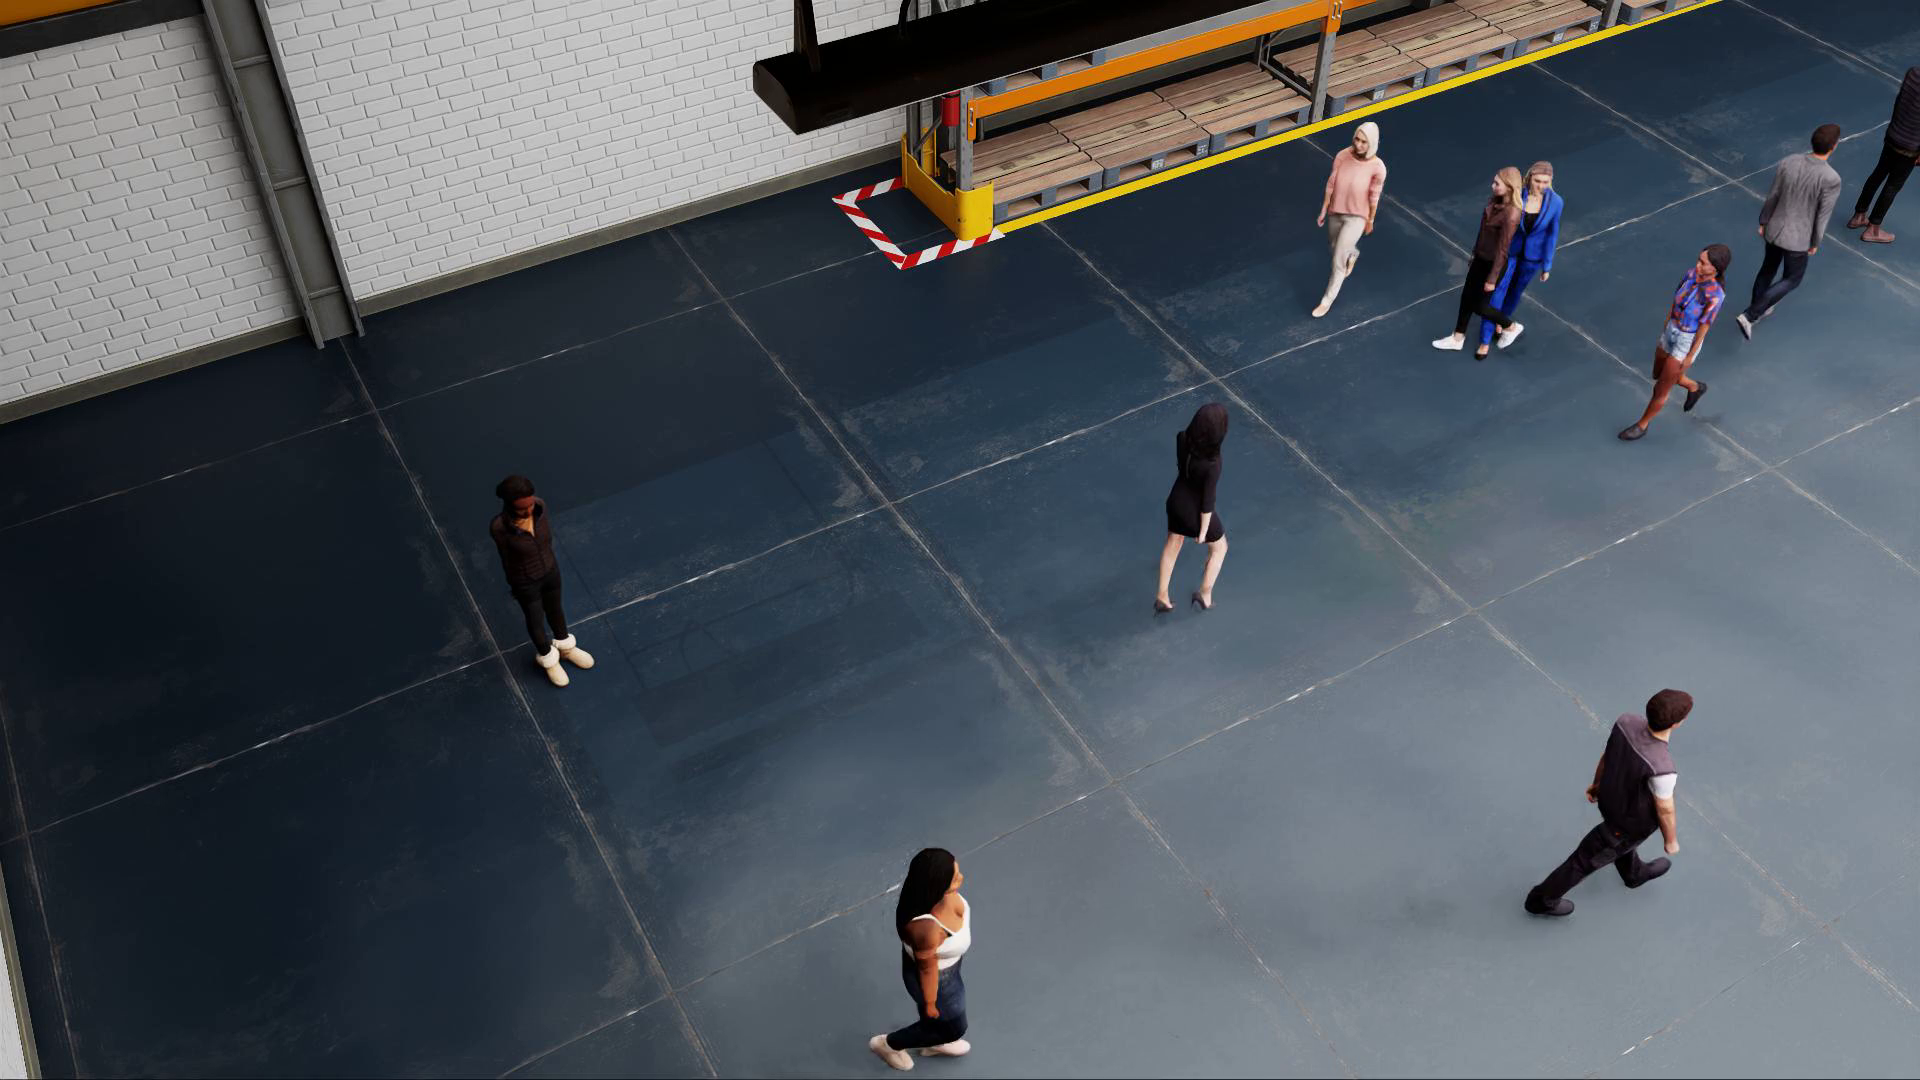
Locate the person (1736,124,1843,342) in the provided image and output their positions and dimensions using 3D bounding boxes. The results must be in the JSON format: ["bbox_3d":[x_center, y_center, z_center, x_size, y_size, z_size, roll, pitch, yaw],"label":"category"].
[{"bbox_3d":[6.582,-2.410,13.259,0.967,1.856,0.713,-24,49,-23],"label":"person"}]

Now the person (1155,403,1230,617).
[{"bbox_3d":[1.444,-0.135,10.920,0.670,1.789,0.617,-26,50,-25],"label":"person"}]

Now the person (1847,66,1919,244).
[{"bbox_3d":[8.163,-3.449,14.363,0.724,1.838,0.771,-5,44,-5],"label":"person"}]

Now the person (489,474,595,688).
[{"bbox_3d":[-2.738,0.212,10.648,0.729,1.661,0.665,11,45,11],"label":"person"}]

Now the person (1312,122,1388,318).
[{"bbox_3d":[3.232,-2.708,13.687,0.877,1.698,1.162,29,51,27],"label":"person"}]

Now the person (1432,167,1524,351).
[{"bbox_3d":[4.244,-2.176,13.135,1.027,1.688,0.892,-2,44,-2],"label":"person"}]

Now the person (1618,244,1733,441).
[{"bbox_3d":[5.436,-1.463,12.358,1.023,1.727,0.745,-10,45,-10],"label":"person"}]

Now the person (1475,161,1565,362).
[{"bbox_3d":[4.479,-2.316,13.291,0.939,1.677,1.003,10,44,10],"label":"person"}]

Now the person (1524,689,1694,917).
[{"bbox_3d":[3.568,1.518,9.173,1.245,1.806,0.972,-5,44,-5],"label":"person"}]

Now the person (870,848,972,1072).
[{"bbox_3d":[-0.234,2.181,8.484,0.919,1.794,0.847,2,44,2],"label":"person"}]
